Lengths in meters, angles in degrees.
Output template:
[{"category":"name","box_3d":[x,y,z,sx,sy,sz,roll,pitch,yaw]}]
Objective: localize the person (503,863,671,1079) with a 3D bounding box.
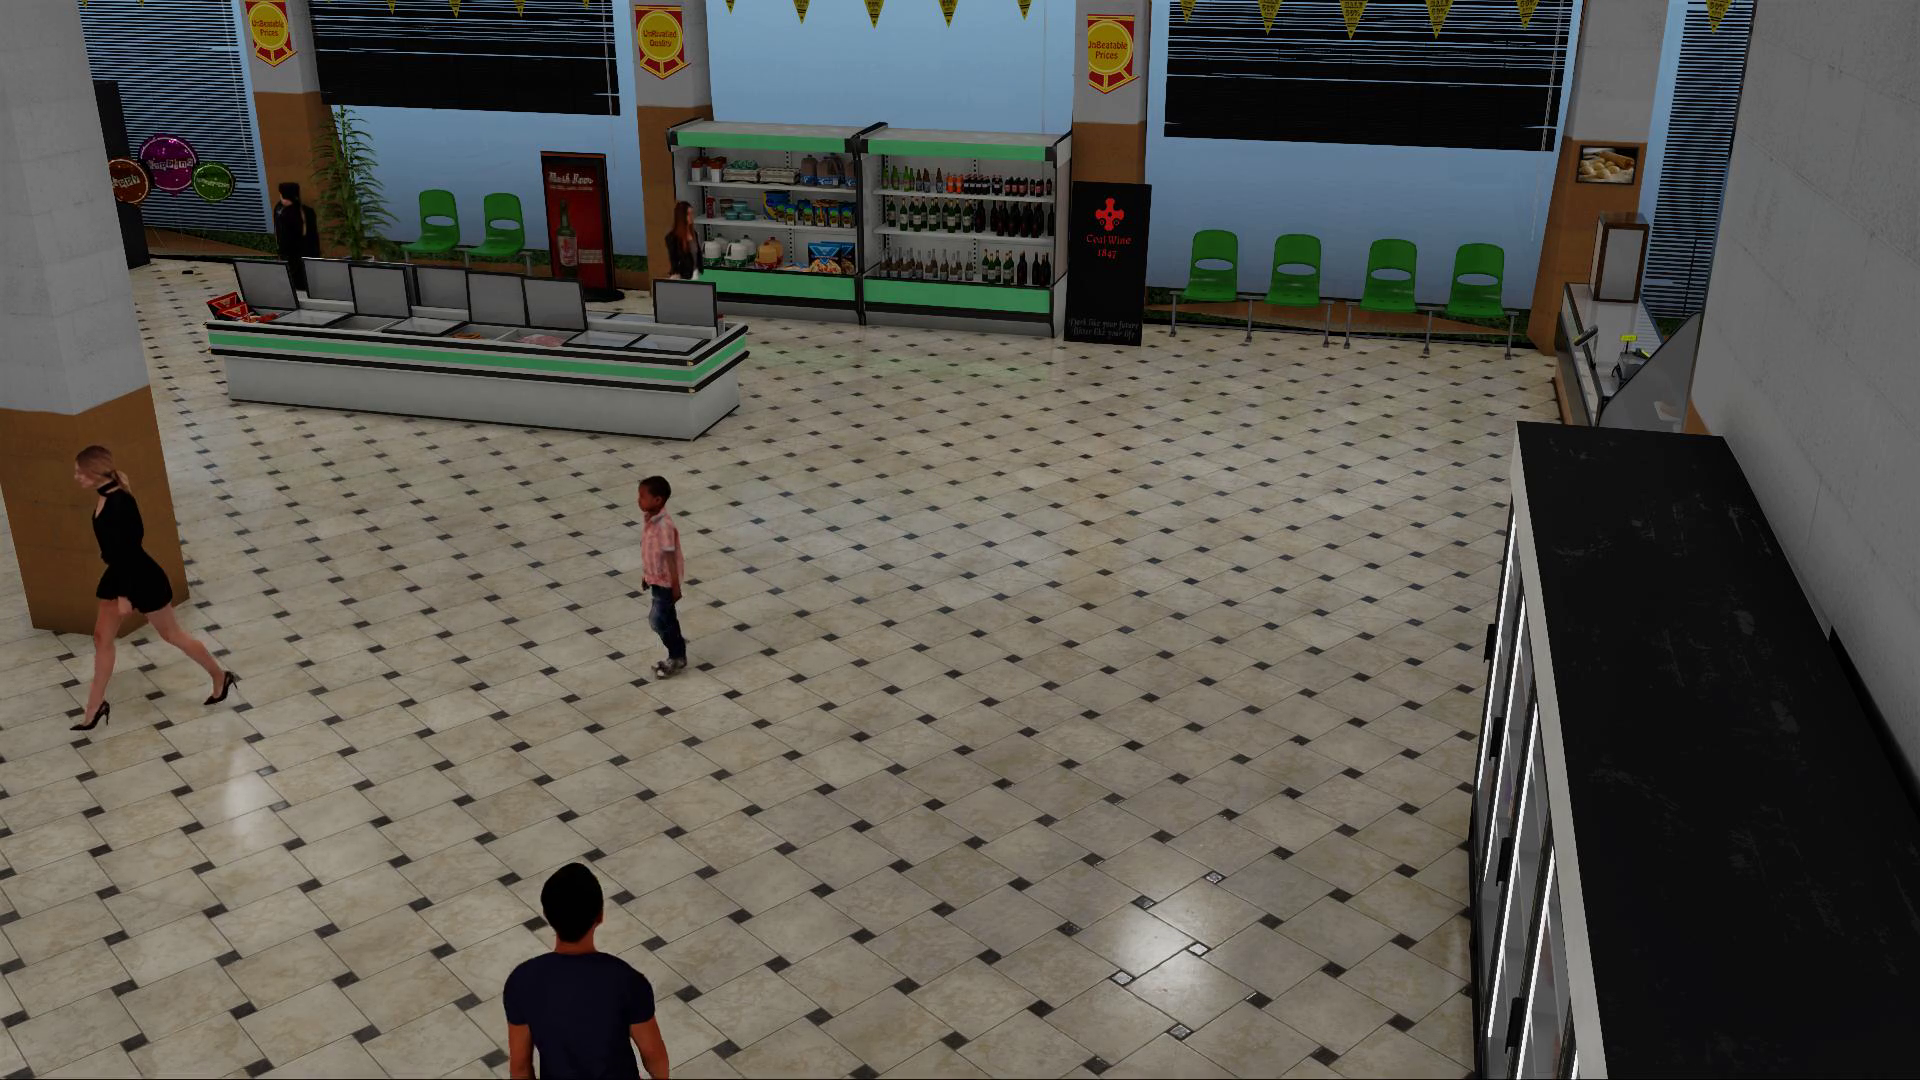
[{"category":"person","box_3d":[-1.234,1.944,5.469,1.049,1.755,0.853,1,22,3]}]

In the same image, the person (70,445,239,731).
[{"category":"person","box_3d":[-4.688,0.291,9.647,1.125,1.707,1.128,-14,26,-31]}]

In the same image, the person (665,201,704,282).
[{"category":"person","box_3d":[-2.838,-2.561,16.786,1.083,1.675,0.842,16,27,35]}]

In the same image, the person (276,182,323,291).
[{"category":"person","box_3d":[-7.019,-2.984,17.858,0.705,1.662,0.697,7,23,16]}]

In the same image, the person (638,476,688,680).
[{"category":"person","box_3d":[-1.783,0.218,10.373,0.643,1.300,0.587,-12,25,-27]}]
